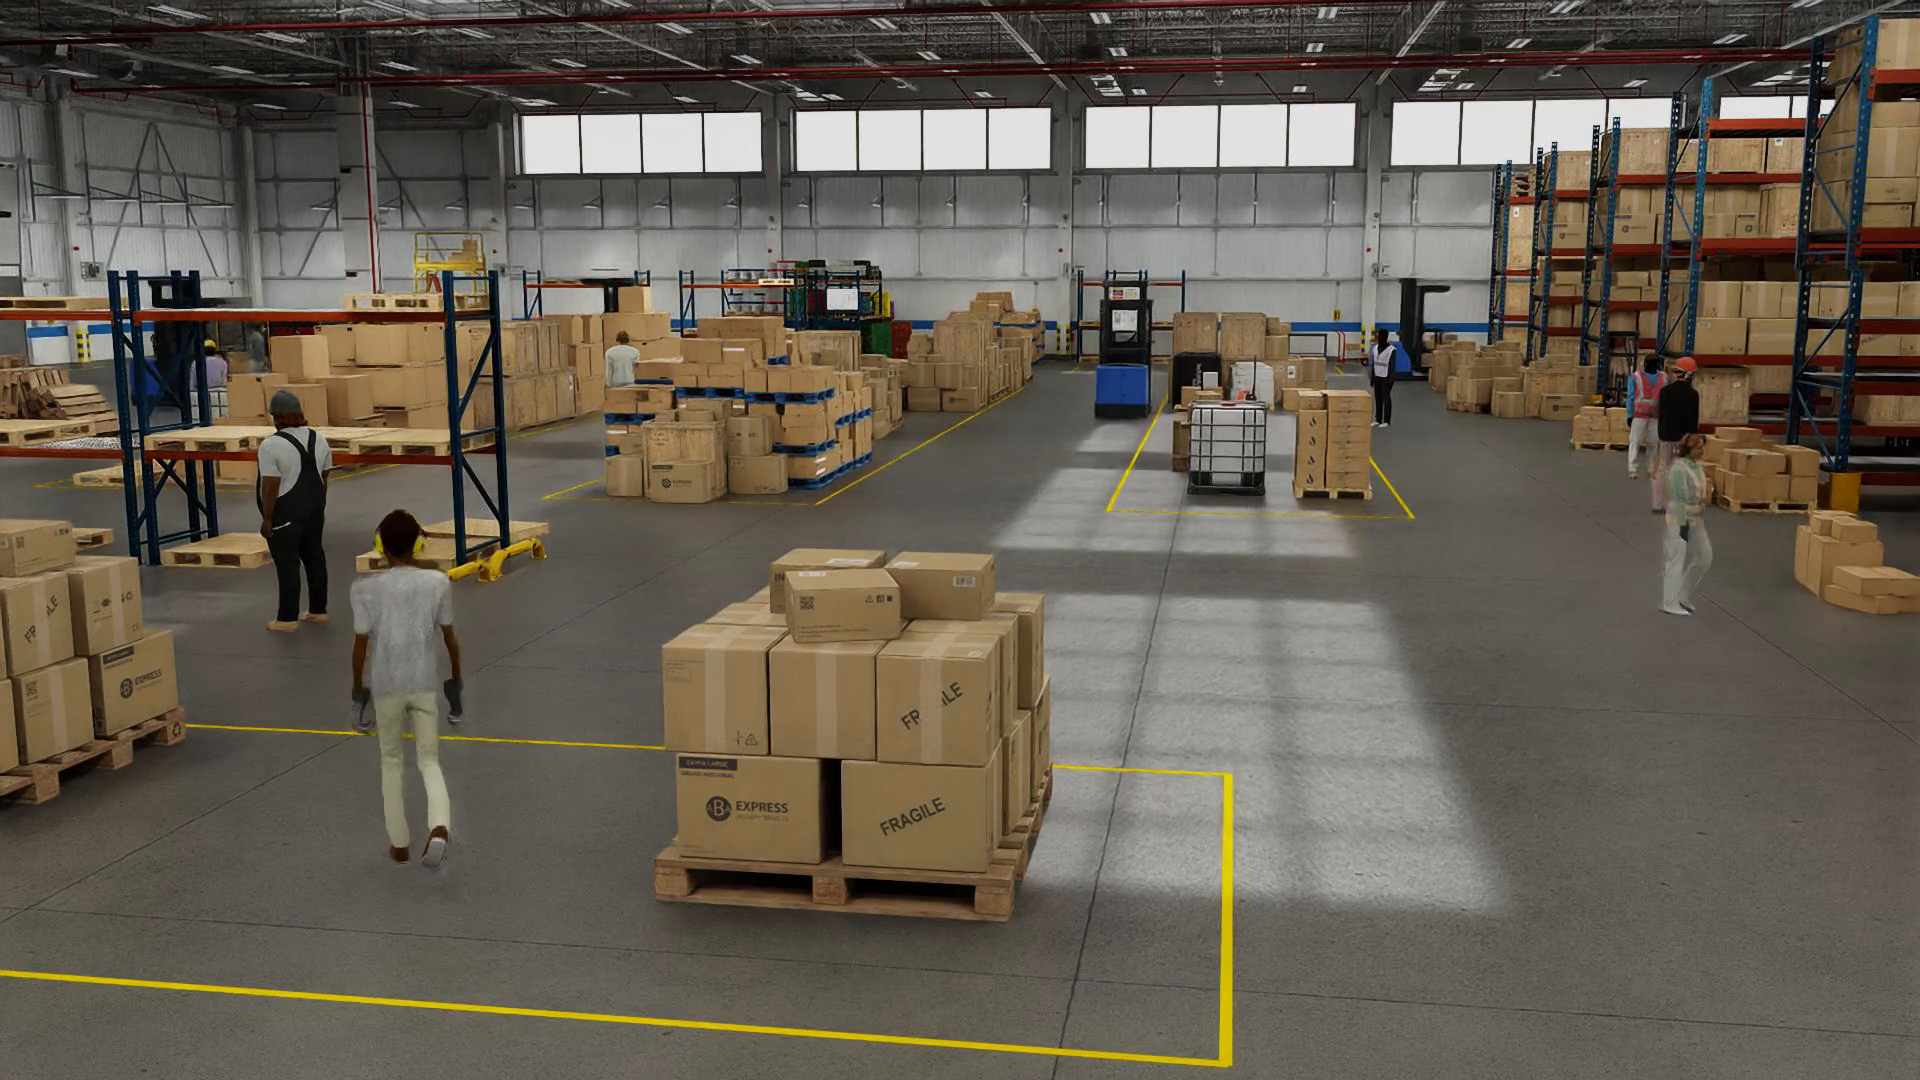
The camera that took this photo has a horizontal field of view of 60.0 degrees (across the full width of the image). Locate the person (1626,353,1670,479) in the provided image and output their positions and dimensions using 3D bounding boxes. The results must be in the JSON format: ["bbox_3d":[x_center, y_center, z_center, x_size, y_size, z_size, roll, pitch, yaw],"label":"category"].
[{"bbox_3d":[10.022,-1.803,24.230,0.627,1.844,0.429,0,9,0],"label":"person"}]

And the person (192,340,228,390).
[{"bbox_3d":[-12.777,-2.475,28.374,0.611,1.843,1.080,-2,9,-12],"label":"person"}]

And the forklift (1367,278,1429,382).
[{"bbox_3d":[12.036,-5.668,44.872,1.873,2.768,1.129,1,9,9],"label":"forklift"}]

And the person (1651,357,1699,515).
[{"bbox_3d":[8.821,-1.253,20.416,0.409,1.985,0.609,-4,10,-21],"label":"person"}]

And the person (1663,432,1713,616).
[{"bbox_3d":[6.378,-0.129,14.574,0.520,1.626,0.382,-7,12,-38],"label":"person"}]

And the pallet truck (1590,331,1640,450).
[{"bbox_3d":[11.253,-2.573,28.499,0.823,1.965,1.885,5,10,27],"label":"pallet truck"}]

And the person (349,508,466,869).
[{"bbox_3d":[-2.769,0.774,8.351,0.567,1.845,0.641,-5,10,-26],"label":"person"}]

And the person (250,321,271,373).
[{"bbox_3d":[-16.205,-4.141,38.527,1.014,1.890,0.648,-3,10,-17],"label":"person"}]

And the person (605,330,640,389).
[{"bbox_3d":[-6.153,-2.860,30.448,0.638,1.938,0.357,-2,9,-10],"label":"person"}]

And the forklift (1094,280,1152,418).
[{"bbox_3d":[3.406,-3.986,34.495,1.129,2.768,1.873,1,9,9],"label":"forklift"}]

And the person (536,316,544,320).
[{"bbox_3d":[-10.398,-4.585,41.200,0.551,1.915,0.881,2,9,13],"label":"person"}]

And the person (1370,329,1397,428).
[{"bbox_3d":[8.199,-3.128,32.198,0.397,1.911,0.587,-5,10,-28],"label":"person"}]

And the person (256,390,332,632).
[{"bbox_3d":[-5.675,-0.254,14.061,0.538,2.000,0.685,4,10,24],"label":"person"}]

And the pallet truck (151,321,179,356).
[{"bbox_3d":[-21.869,-5.598,47.154,0.823,1.965,1.885,4,10,26],"label":"pallet truck"}]

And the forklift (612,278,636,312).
[{"bbox_3d":[-9.144,-5.767,45.484,1.873,2.768,1.129,1,9,9],"label":"forklift"}]

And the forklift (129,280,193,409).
[{"bbox_3d":[-17.241,-4.314,36.523,1.873,2.768,1.129,4,10,23],"label":"forklift"}]
